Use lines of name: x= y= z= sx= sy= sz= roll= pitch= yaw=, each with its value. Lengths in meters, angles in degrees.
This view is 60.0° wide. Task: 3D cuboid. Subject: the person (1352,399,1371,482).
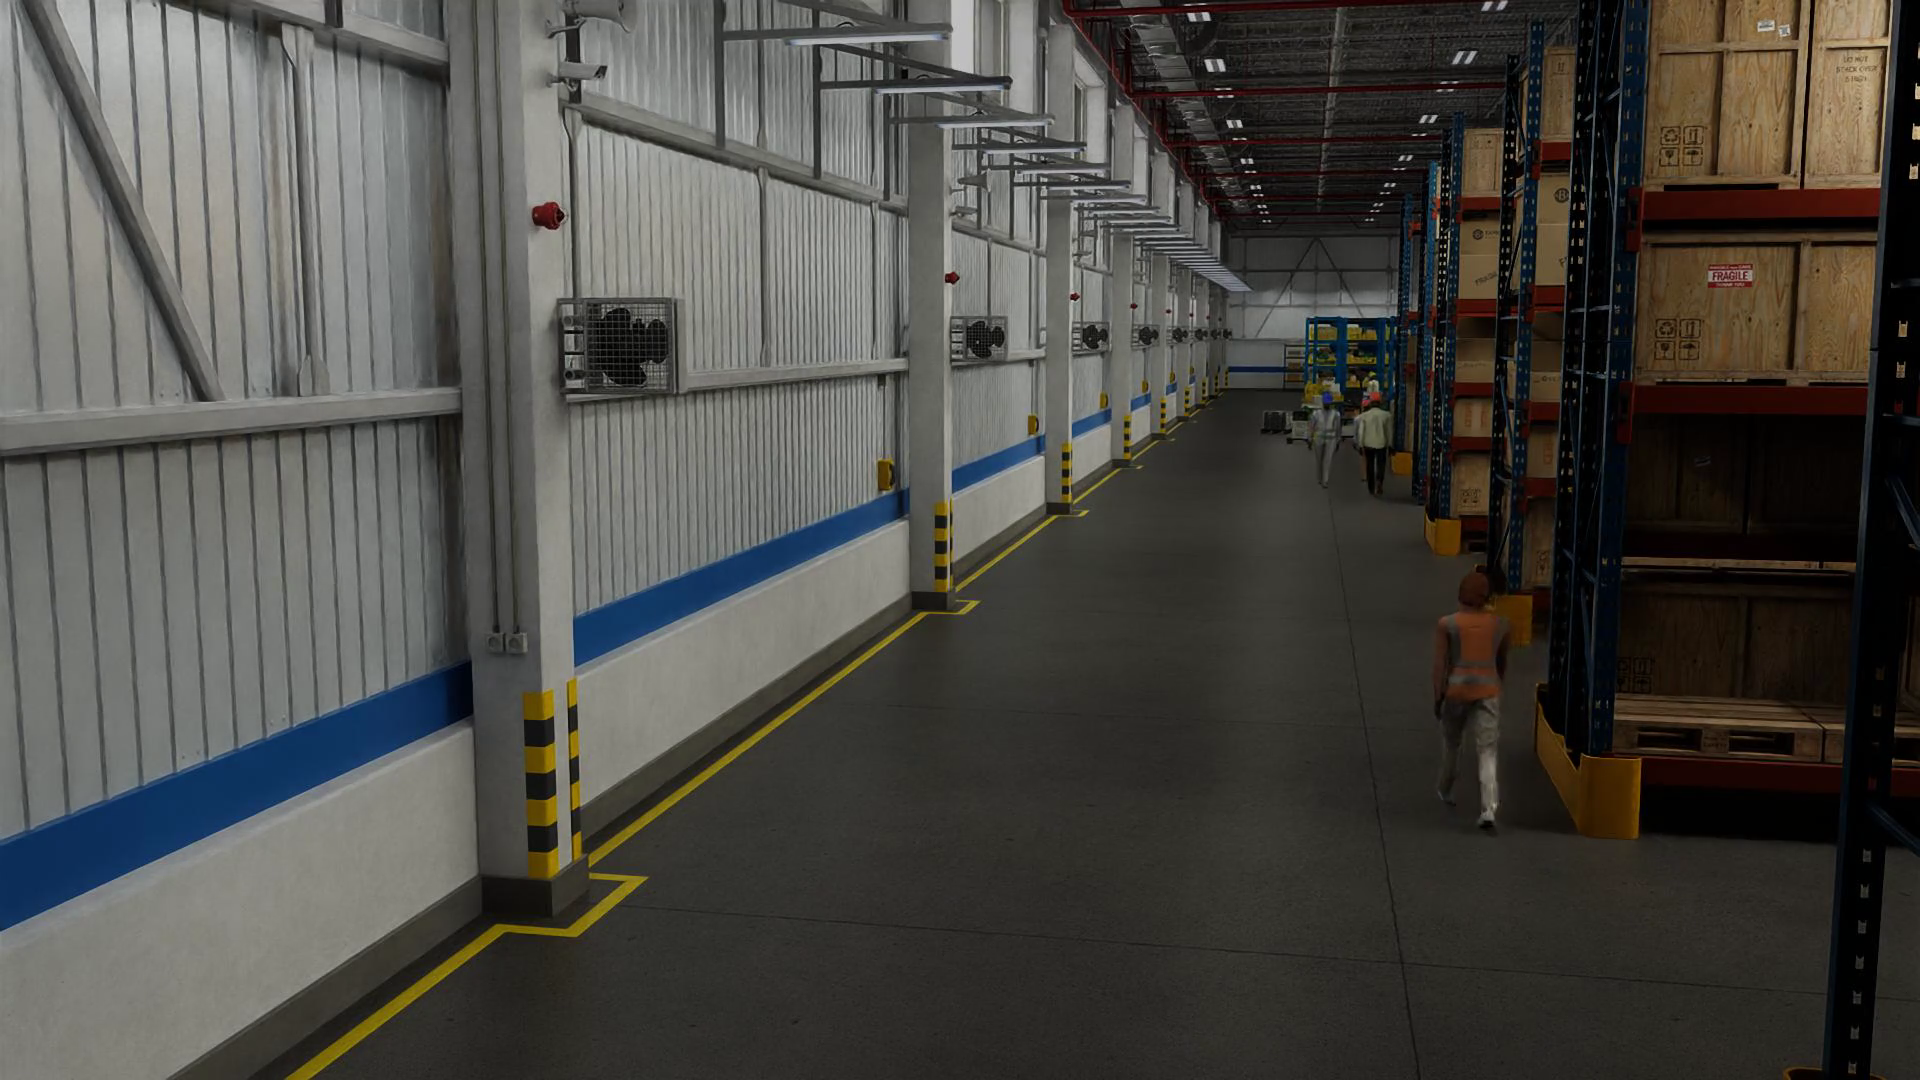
person: x=8.372 y=-2.050 z=34.343 sx=0.560 sy=1.734 sz=0.404 roll=0 pitch=7 yaw=1

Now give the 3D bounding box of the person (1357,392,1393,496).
person: x=7.838 y=-1.808 z=31.436 sx=0.649 sy=1.977 sz=0.480 roll=2 pitch=7 yaw=14

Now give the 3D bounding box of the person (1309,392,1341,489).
person: x=7.297 y=-1.999 z=33.247 sx=0.619 sy=1.921 sz=0.898 roll=2 pitch=7 yaw=15

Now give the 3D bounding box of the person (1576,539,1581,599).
person: x=5.712 y=0.361 z=15.079 sx=0.371 sy=1.724 sz=0.504 roll=7 pitch=10 yaw=42

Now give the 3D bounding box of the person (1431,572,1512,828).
person: x=3.254 y=0.996 z=10.567 sx=0.505 sy=1.585 sz=0.920 roll=1 pitch=7 yaw=5

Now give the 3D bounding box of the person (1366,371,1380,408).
person: x=13.558 y=-4.642 z=54.718 sx=0.404 sy=1.829 sz=0.600 roll=7 pitch=10 yaw=43
